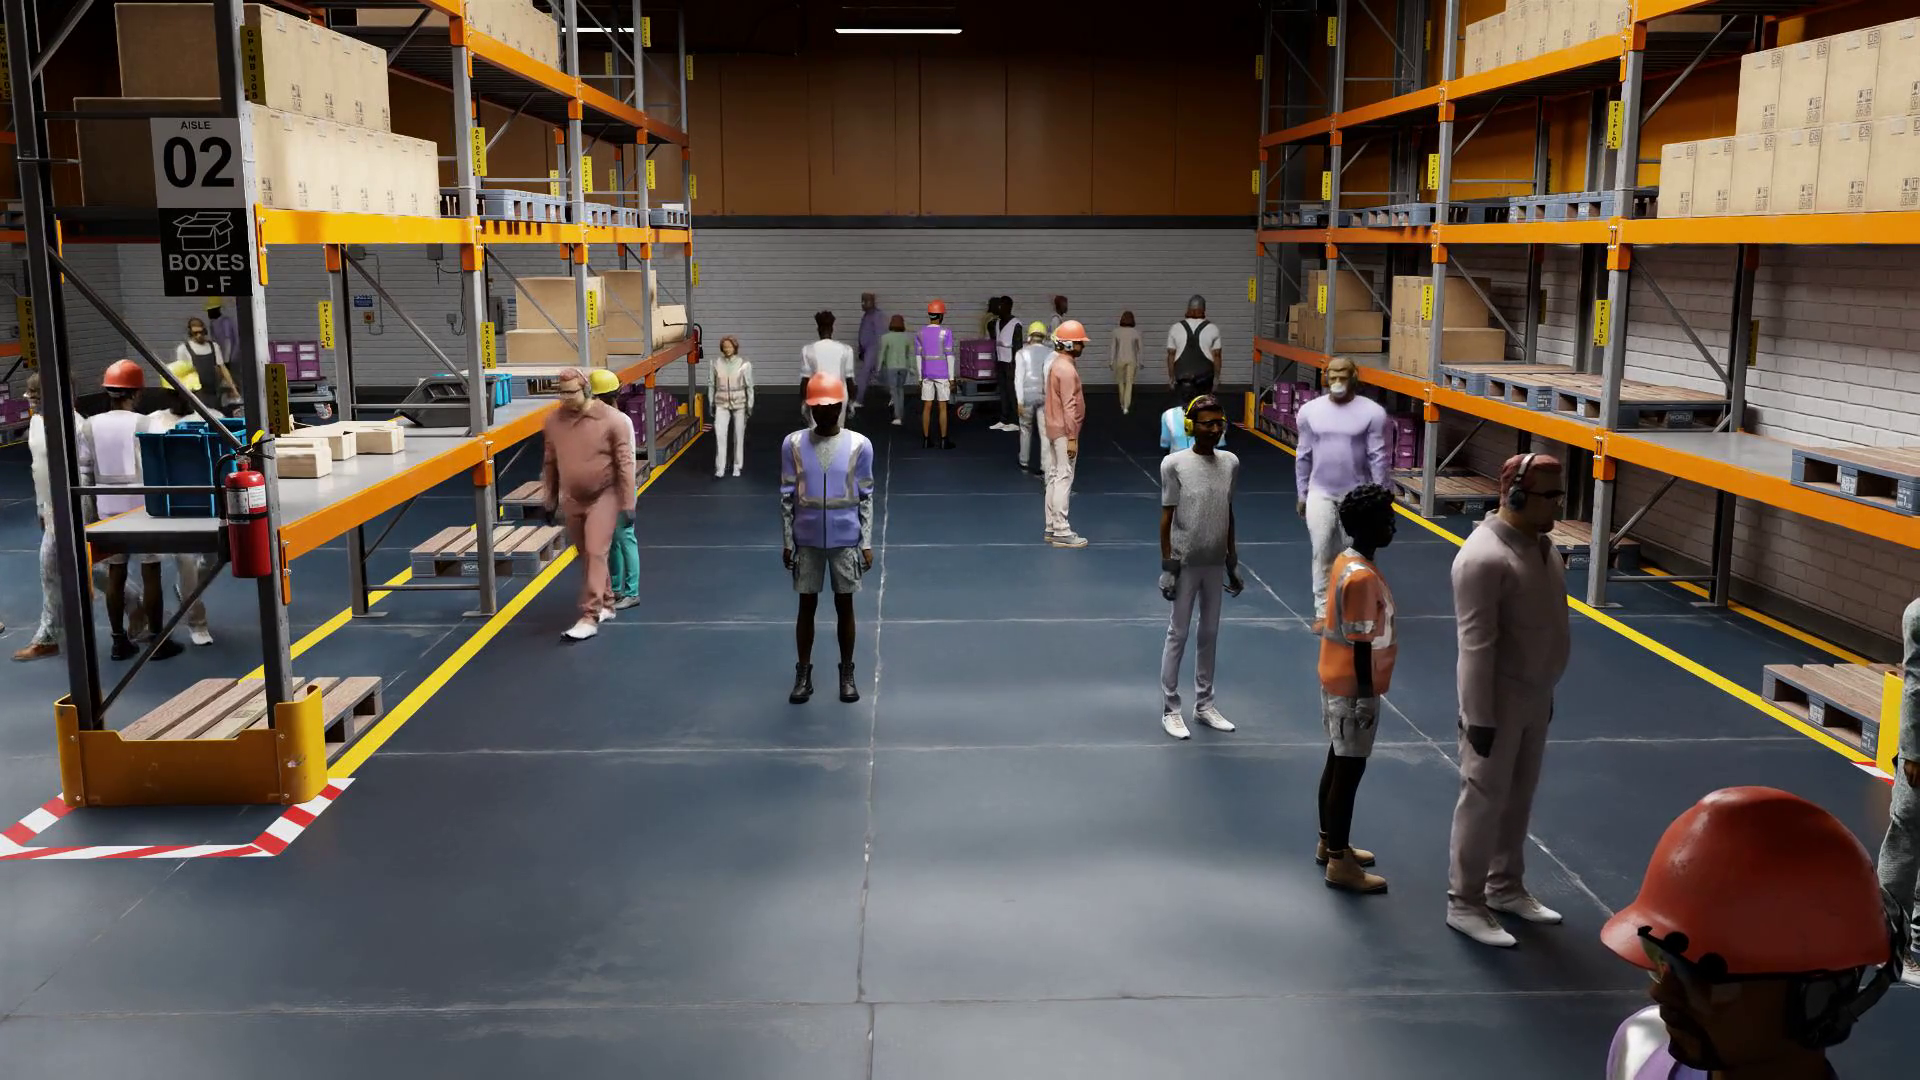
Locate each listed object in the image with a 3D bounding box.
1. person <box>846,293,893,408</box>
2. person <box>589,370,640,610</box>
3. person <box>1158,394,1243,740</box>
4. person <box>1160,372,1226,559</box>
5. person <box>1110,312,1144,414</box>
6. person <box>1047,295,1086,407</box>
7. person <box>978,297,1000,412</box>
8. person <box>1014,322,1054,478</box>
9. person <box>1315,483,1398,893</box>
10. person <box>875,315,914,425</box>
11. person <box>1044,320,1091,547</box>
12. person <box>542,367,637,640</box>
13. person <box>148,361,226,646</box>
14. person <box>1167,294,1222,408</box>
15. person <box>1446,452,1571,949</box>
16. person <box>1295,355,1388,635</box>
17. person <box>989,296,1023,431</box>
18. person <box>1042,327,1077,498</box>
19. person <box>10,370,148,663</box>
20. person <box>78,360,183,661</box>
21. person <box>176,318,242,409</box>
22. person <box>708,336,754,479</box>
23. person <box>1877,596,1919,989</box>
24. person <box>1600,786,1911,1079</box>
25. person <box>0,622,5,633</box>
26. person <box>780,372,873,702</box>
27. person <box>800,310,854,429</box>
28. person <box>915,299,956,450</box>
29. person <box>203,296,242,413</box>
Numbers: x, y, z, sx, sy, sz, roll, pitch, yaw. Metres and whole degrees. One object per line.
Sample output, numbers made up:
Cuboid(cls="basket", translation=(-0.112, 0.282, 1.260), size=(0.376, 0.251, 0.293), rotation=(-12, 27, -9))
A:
Cuboid(cls="person", translation=(-1.394, -3.081, 27.027), size=(0.984, 1.862, 0.650), rotation=(-4, 11, -19))
Cuboid(cls="person", translation=(-2.557, -0.366, 12.174), size=(0.327, 1.761, 0.522), rotation=(-8, 13, -38))
Cuboid(cls="person", translation=(1.314, 0.139, 9.046), size=(0.512, 1.873, 0.329), rotation=(-5, 11, -27))
Cuboid(cls="person", translation=(1.855, -0.524, 13.347), size=(0.539, 1.649, 0.868), rotation=(3, 11, 17))
Cuboid(cls="person", translation=(2.626, -2.786, 26.122), size=(0.522, 1.580, 0.867), rotation=(2, 10, 10))
Cuboid(cls="person", translation=(1.511, -2.987, 26.554), size=(0.940, 1.851, 0.596), rotation=(2, 10, 9))
Cuboid(cls="person", translation=(0.655, -2.915, 26.238), size=(0.833, 1.808, 0.637), rotation=(-1, 10, -6))
Cuboid(cls="person", translation=(0.878, -1.606, 19.089), size=(0.602, 1.754, 0.962), rotation=(-3, 11, -16))
Cuboid(cls="person", translation=(1.658, 0.604, 6.941), size=(0.316, 1.695, 0.541), rotation=(1, 10, 6))
Cuboid(cls="person", translation=(-0.969, -2.519, 24.586), size=(0.508, 1.605, 0.673), rotation=(-5, 11, -24))
Cuboid(cls="person", translation=(0.946, -0.941, 14.716), size=(0.396, 1.992, 0.623), rotation=(-2, 10, -9))
Cuboid(cls="person", translation=(-2.586, -0.264, 11.397), size=(0.687, 1.849, 0.828), rotation=(3, 11, 19))
Cuboid(cls="person", translation=(-5.227, -0.269, 11.228), size=(0.767, 1.902, 0.605), rotation=(10, 14, 43))
Cuboid(cls="person", translation=(3.022, -2.166, 21.415), size=(0.699, 2.000, 0.680), rotation=(3, 11, 16))
Cuboid(cls="person", translation=(2.125, 0.605, 6.391), size=(0.398, 1.897, 0.646), rotation=(9, 14, 42))
Cuboid(cls="person", translation=(2.646, -0.331, 11.547), size=(0.636, 1.917, 0.771), rotation=(4, 11, 23))
Cuboid(cls="person", translation=(0.693, -2.508, 23.664), size=(0.396, 1.917, 0.590), rotation=(-6, 12, -30))
Cuboid(cls="person", translation=(1.065, -1.341, 17.408), size=(0.404, 1.827, 0.600), rotation=(4, 11, 21))
Cuboid(cls="person", translation=(-5.742, -0.184, 10.843), size=(0.653, 1.890, 0.916), rotation=(9, 13, 40))
Cuboid(cls="person", translation=(-5.314, -0.184, 10.688), size=(0.568, 1.928, 0.400), rotation=(0, 10, -3))
Cuboid(cls="person", translation=(-8.921, -1.739, 19.747), size=(0.934, 1.780, 0.647), rotation=(6, 12, 31))
Cuboid(cls="person", translation=(-2.598, -1.480, 18.764), size=(0.541, 1.606, 0.757), rotation=(0, 10, 1))
Cuboid(cls="person", translation=(3.598, 0.744, 6.032), size=(0.485, 1.744, 0.295), rotation=(-5, 11, -26))
Cuboid(cls="person", translation=(0.945, 1.298, 2.112), size=(0.373, 2.044, 0.606), rotation=(-3, 11, -16))
Cuboid(cls="person", translation=(-6.850, -0.345, 11.265), size=(0.615, 2.040, 0.391), rotation=(4, 11, 20))
Cuboid(cls="person", translation=(-0.774, -0.009, 9.682), size=(0.542, 1.939, 0.366), rotation=(0, 10, -1))
Cuboid(cls="person", translation=(-1.436, -1.528, 18.144), size=(0.604, 1.940, 0.673), rotation=(-2, 10, -13))
Cuboid(cls="person", translation=(-0.305, -2.136, 21.534), size=(0.543, 1.938, 0.356), rotation=(5, 11, 25))
Cuboid(cls="person", translation=(-11.435, -2.851, 25.752), size=(0.590, 1.847, 0.989), rotation=(6, 12, 32))
